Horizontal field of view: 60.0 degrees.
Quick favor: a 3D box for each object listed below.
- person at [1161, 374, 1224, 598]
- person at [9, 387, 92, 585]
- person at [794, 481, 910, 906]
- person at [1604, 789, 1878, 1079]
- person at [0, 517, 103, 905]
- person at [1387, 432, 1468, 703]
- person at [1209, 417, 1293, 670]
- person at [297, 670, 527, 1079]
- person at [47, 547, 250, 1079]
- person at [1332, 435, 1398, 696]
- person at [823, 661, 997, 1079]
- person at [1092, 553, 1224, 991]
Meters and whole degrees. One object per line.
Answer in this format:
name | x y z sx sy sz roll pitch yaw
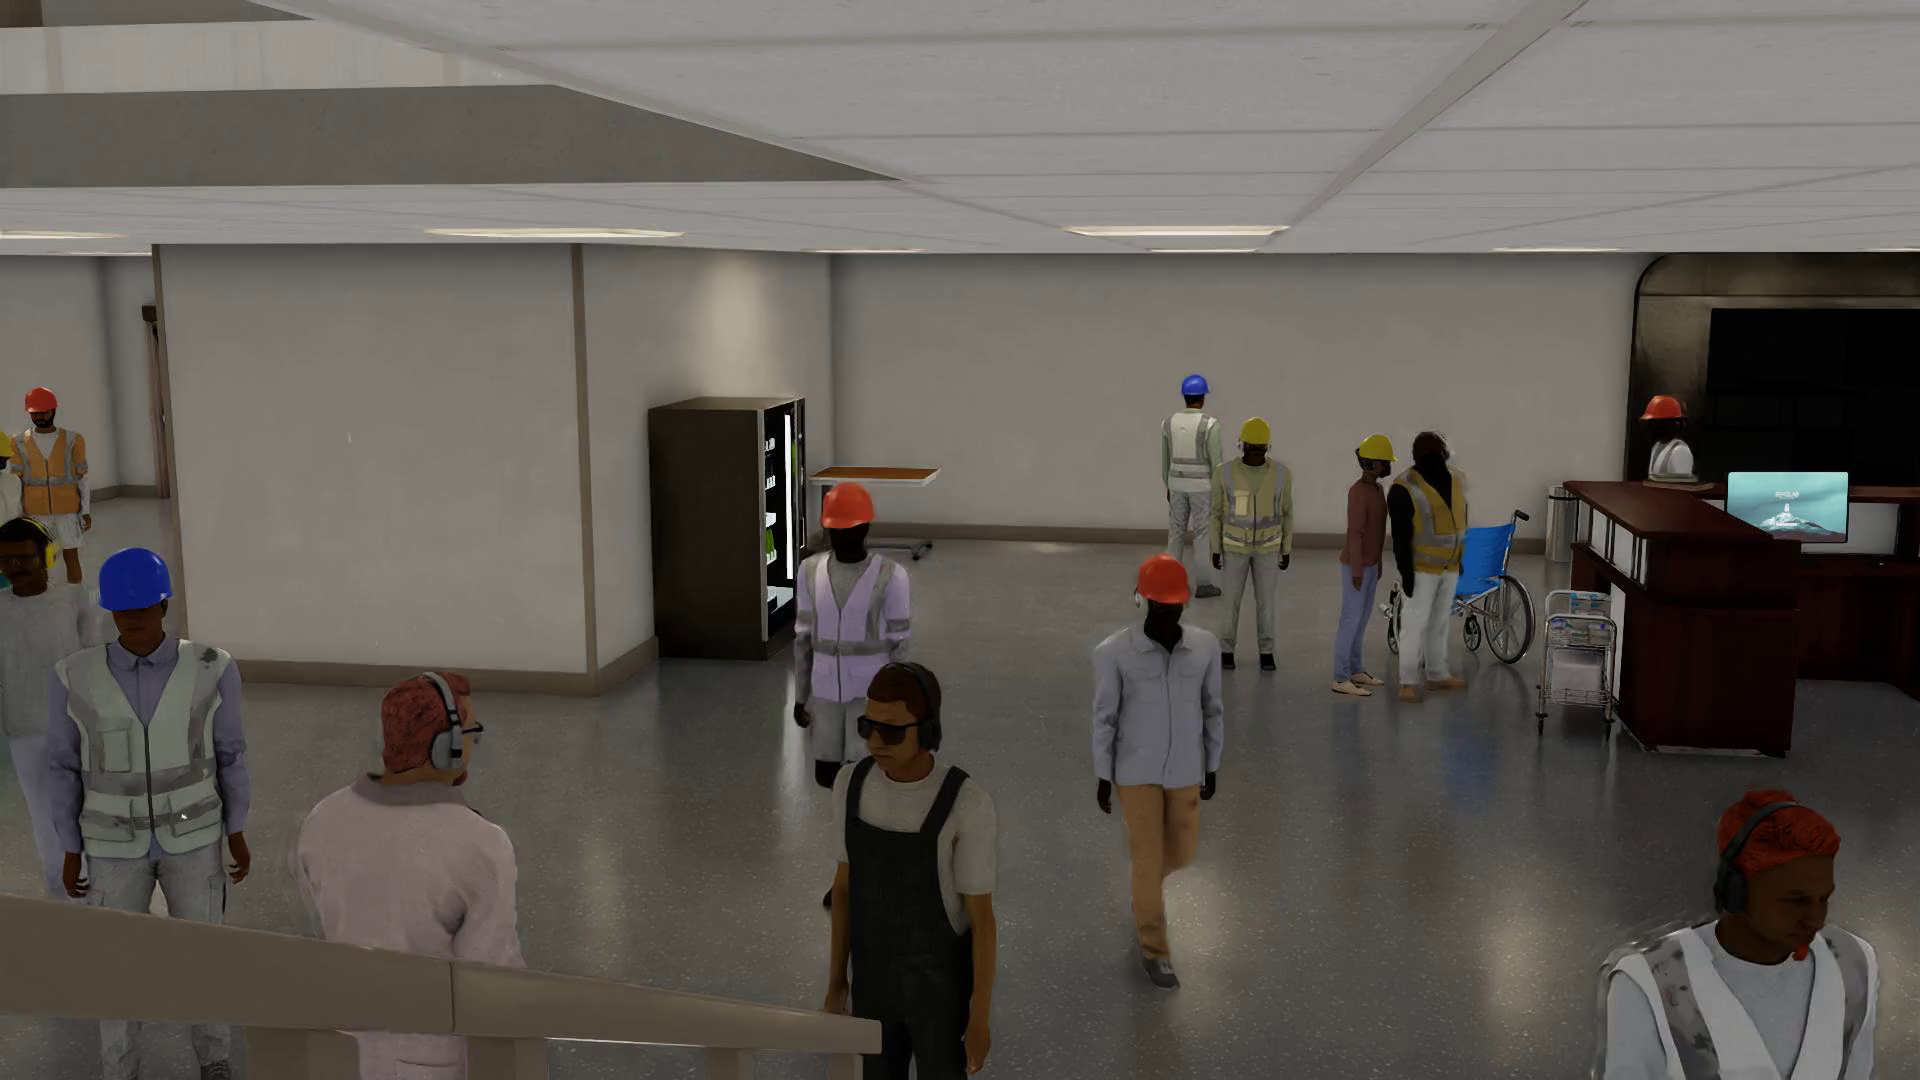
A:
person | 2.030 -0.468 14.506 0.603 1.950 0.380 8 12 39
person | -7.197 -0.246 13.176 0.553 1.935 0.363 -4 10 -23
person | -0.474 0.664 7.627 0.559 1.916 0.673 3 10 19
person | 1.515 1.380 3.347 0.592 1.869 0.503 -2 9 -11
person | -3.785 0.828 6.840 0.571 1.834 0.836 -3 10 -17
person | 3.166 0.175 11.033 0.763 1.811 0.433 -6 11 -31
person | 2.073 0.031 11.838 0.592 1.825 0.403 1 9 3
person | -1.306 1.259 4.069 0.641 1.888 0.482 4 10 21
person | -2.693 0.983 5.563 0.602 1.949 0.387 -4 10 -25
person | 2.748 0.166 11.208 0.349 1.758 0.522 5 11 29
person | -0.137 1.214 4.473 0.516 1.838 0.340 6 11 33
person | 0.792 0.891 6.799 0.569 1.732 0.675 -3 10 -15
